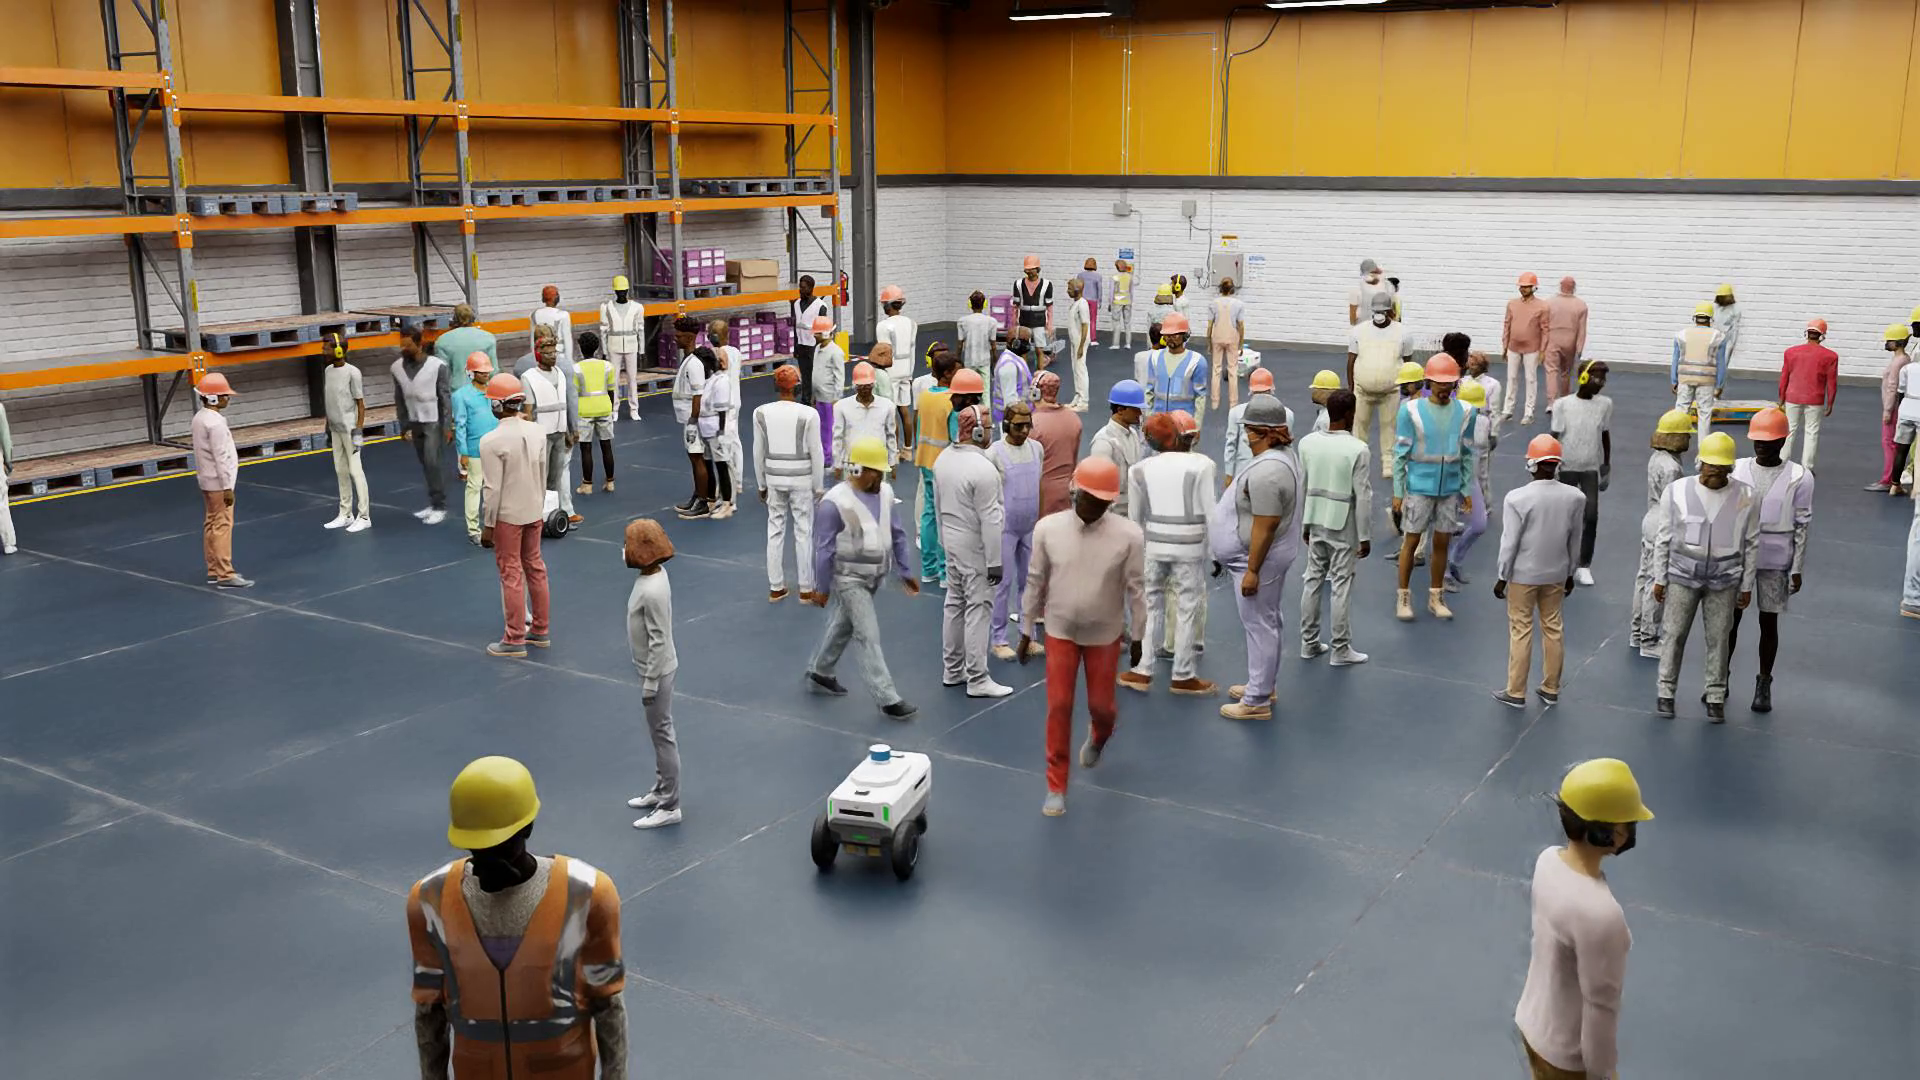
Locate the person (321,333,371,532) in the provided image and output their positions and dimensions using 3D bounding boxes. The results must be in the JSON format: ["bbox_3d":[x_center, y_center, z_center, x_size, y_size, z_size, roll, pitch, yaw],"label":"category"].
[{"bbox_3d":[-5.777,-1.010,15.572,0.514,1.868,0.328,8,15,31],"label":"person"}]

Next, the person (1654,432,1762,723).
[{"bbox_3d":[4.607,0.228,10.300,0.596,1.824,0.403,5,14,20],"label":"person"}]

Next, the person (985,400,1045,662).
[{"bbox_3d":[0.384,-0.068,11.560,0.515,1.835,0.355,-9,16,-35],"label":"person"}]

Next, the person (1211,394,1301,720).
[{"bbox_3d":[1.833,0.096,10.391,0.537,2.000,0.682,4,14,18],"label":"person"}]

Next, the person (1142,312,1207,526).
[{"bbox_3d":[2.005,-1.117,15.645,0.606,2.044,0.373,7,15,29],"label":"person"}]

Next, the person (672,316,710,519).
[{"bbox_3d":[-2.605,-1.192,16.142,0.367,1.965,0.606,-3,13,-13],"label":"person"}]

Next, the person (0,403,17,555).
[{"bbox_3d":[-8.547,-0.650,14.506,0.522,1.639,0.306,-10,16,-37],"label":"person"}]

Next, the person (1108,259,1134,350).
[{"bbox_3d":[2.933,-4.279,30.251,0.521,1.636,0.311,-6,14,-25],"label":"person"}]

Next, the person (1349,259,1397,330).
[{"bbox_3d":[6.181,-3.206,24.710,0.808,2.000,0.573,0,13,-2],"label":"person"}]

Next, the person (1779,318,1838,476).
[{"bbox_3d":[9.285,-1.558,18.230,0.573,1.738,0.352,9,16,34],"label":"person"}]

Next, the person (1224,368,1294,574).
[{"bbox_3d":[2.494,-0.568,13.900,0.572,1.749,0.342,2,13,8],"label":"person"}]

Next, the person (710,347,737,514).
[{"bbox_3d":[-2.357,-1.082,16.372,0.311,1.642,0.512,-3,13,-14],"label":"person"}]

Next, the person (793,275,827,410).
[{"bbox_3d":[-2.009,-2.582,22.275,0.591,1.919,0.390,11,17,40],"label":"person"}]

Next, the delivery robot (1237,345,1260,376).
[{"bbox_3d":[4.459,-2.819,26.083,0.477,0.478,0.707,6,14,26],"label":"delivery robot"}]

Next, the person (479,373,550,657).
[{"bbox_3d":[-3.130,-0.174,11.662,0.382,1.995,0.612,6,14,25],"label":"person"}]

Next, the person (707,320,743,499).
[{"bbox_3d":[-2.425,-1.334,17.034,0.345,1.840,0.508,6,14,23],"label":"person"}]

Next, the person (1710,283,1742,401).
[{"bbox_3d":[10.775,-2.769,23.519,0.496,1.725,0.486,-12,18,-42],"label":"person"}]

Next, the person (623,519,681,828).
[{"bbox_3d":[-1.617,0.689,8.710,0.285,1.633,0.497,-3,13,-14],"label":"person"}]

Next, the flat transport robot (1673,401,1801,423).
[{"bbox_3d":[10.324,-1.711,22.106,1.431,0.197,0.652,-1,13,-4],"label":"flat transport robot"}]

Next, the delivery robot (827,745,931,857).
[{"bbox_3d":[-0.396,1.270,8.347,0.477,0.478,0.707,4,13,17],"label":"delivery robot"}]

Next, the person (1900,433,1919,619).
[{"bbox_3d":[7.444,-0.393,12.613,0.396,1.992,0.623,8,15,32],"label":"person"}]

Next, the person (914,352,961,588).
[{"bbox_3d":[-0.152,-0.569,13.551,0.397,1.916,0.590,-9,16,-33],"label":"person"}]

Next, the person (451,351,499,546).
[{"bbox_3d":[-4.309,-0.835,15.058,0.329,1.751,0.570,8,15,31],"label":"person"}]

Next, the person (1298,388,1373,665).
[{"bbox_3d":[2.571,-0.089,11.464,0.391,1.918,0.593,-11,17,-39],"label":"person"}]

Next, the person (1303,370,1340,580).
[{"bbox_3d":[3.017,-0.538,13.794,0.321,1.742,0.492,5,14,22],"label":"person"}]

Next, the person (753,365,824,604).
[{"bbox_3d":[-1.327,-0.431,13.020,0.576,1.883,0.354,4,14,16],"label":"person"}]

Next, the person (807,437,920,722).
[{"bbox_3d":[-0.641,0.216,10.488,0.970,1.777,0.598,10,16,36],"label":"person"}]

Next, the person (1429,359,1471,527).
[{"bbox_3d":[4.646,-0.940,15.804,0.326,1.628,0.526,-5,14,-22],"label":"person"}]

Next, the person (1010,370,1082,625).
[{"bbox_3d":[0.621,-0.319,12.485,0.410,1.909,0.643,11,17,40],"label":"person"}]

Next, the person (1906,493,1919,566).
[{"bbox_3d":[7.907,-0.512,13.322,0.643,1.910,0.400,-10,16,-37],"label":"person"}]

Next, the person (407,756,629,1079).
[{"bbox_3d":[-1.211,1.497,4.600,0.587,1.918,0.398,0,13,0],"label":"person"}]

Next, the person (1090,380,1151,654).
[{"bbox_3d":[1.122,-0.171,11.777,0.416,1.939,0.604,7,15,28],"label":"person"}]

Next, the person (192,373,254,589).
[{"bbox_3d":[-6.018,-0.487,13.547,0.342,1.750,0.568,-10,16,-37],"label":"person"}]

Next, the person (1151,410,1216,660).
[{"bbox_3d":[1.519,-0.034,11.578,0.564,1.752,0.337,-10,16,-37],"label":"person"}]

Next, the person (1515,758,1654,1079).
[{"bbox_3d":[1.794,1.488,4.962,0.460,1.754,0.540,0,13,1],"label":"person"}]

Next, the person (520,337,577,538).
[{"bbox_3d":[-3.829,-0.960,15.399,0.372,1.843,0.570,6,14,24],"label":"person"}]

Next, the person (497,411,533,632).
[{"bbox_3d":[-3.258,-0.128,12.236,0.310,1.642,0.514,0,13,-1],"label":"person"}]

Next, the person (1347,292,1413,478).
[{"bbox_3d":[4.554,-1.690,18.134,0.688,2.000,0.535,4,14,18],"label":"person"}]

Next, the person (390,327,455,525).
[{"bbox_3d":[-5.154,-1.097,15.925,0.623,1.885,0.641,5,14,20],"label":"person"}]

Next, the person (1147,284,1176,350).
[{"bbox_3d":[2.823,-2.678,23.072,0.492,1.743,0.298,10,16,37],"label":"person"}]
